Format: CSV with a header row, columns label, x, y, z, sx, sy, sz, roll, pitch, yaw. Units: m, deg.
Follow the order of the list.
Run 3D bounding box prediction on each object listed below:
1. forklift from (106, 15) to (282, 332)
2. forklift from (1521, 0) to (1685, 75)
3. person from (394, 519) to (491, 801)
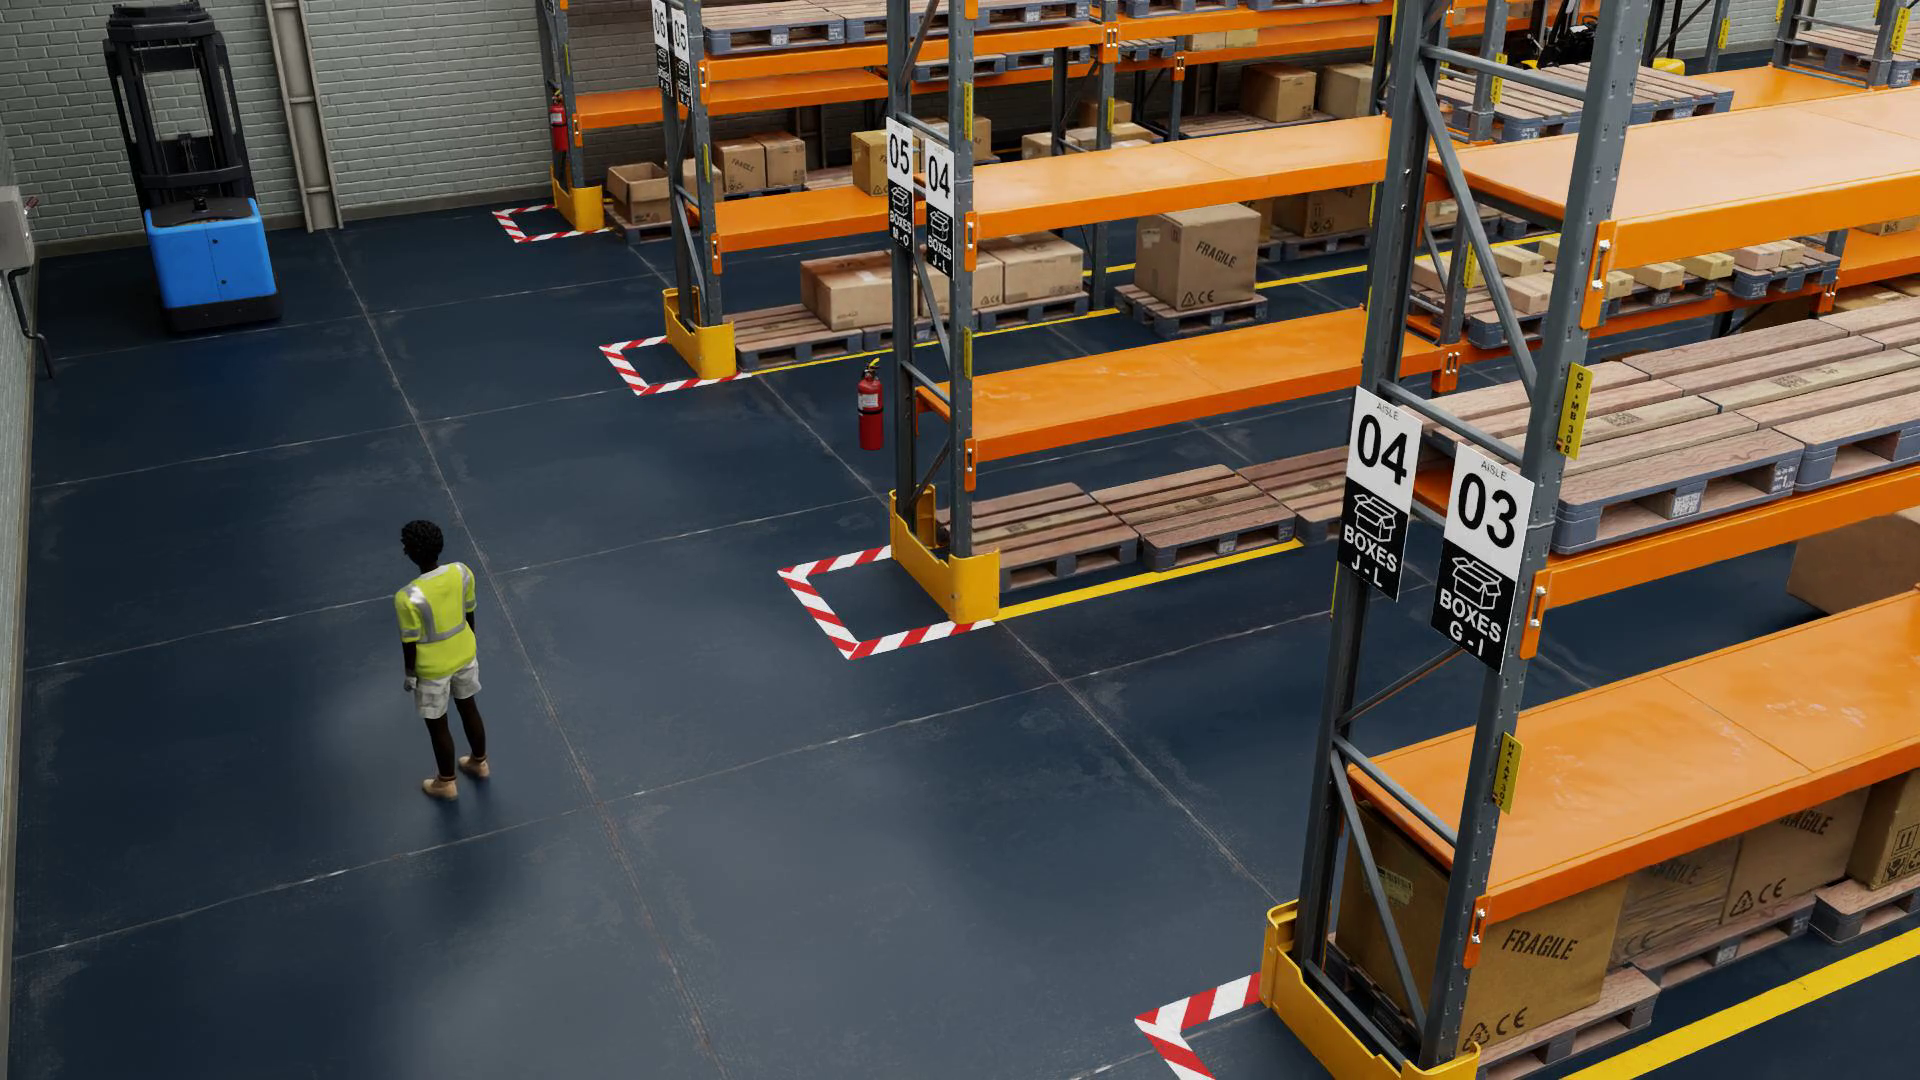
label,x,y,z,sx,sy,sz,roll,pitch,yaw
forklift,-7.548,-3.672,16.323,1.129,2.768,1.873,-12,30,-22
forklift,8.950,-6.807,23.056,1.214,2.155,2.313,-12,30,-22
person,-2.884,0.665,9.288,0.319,1.687,0.538,15,31,26
